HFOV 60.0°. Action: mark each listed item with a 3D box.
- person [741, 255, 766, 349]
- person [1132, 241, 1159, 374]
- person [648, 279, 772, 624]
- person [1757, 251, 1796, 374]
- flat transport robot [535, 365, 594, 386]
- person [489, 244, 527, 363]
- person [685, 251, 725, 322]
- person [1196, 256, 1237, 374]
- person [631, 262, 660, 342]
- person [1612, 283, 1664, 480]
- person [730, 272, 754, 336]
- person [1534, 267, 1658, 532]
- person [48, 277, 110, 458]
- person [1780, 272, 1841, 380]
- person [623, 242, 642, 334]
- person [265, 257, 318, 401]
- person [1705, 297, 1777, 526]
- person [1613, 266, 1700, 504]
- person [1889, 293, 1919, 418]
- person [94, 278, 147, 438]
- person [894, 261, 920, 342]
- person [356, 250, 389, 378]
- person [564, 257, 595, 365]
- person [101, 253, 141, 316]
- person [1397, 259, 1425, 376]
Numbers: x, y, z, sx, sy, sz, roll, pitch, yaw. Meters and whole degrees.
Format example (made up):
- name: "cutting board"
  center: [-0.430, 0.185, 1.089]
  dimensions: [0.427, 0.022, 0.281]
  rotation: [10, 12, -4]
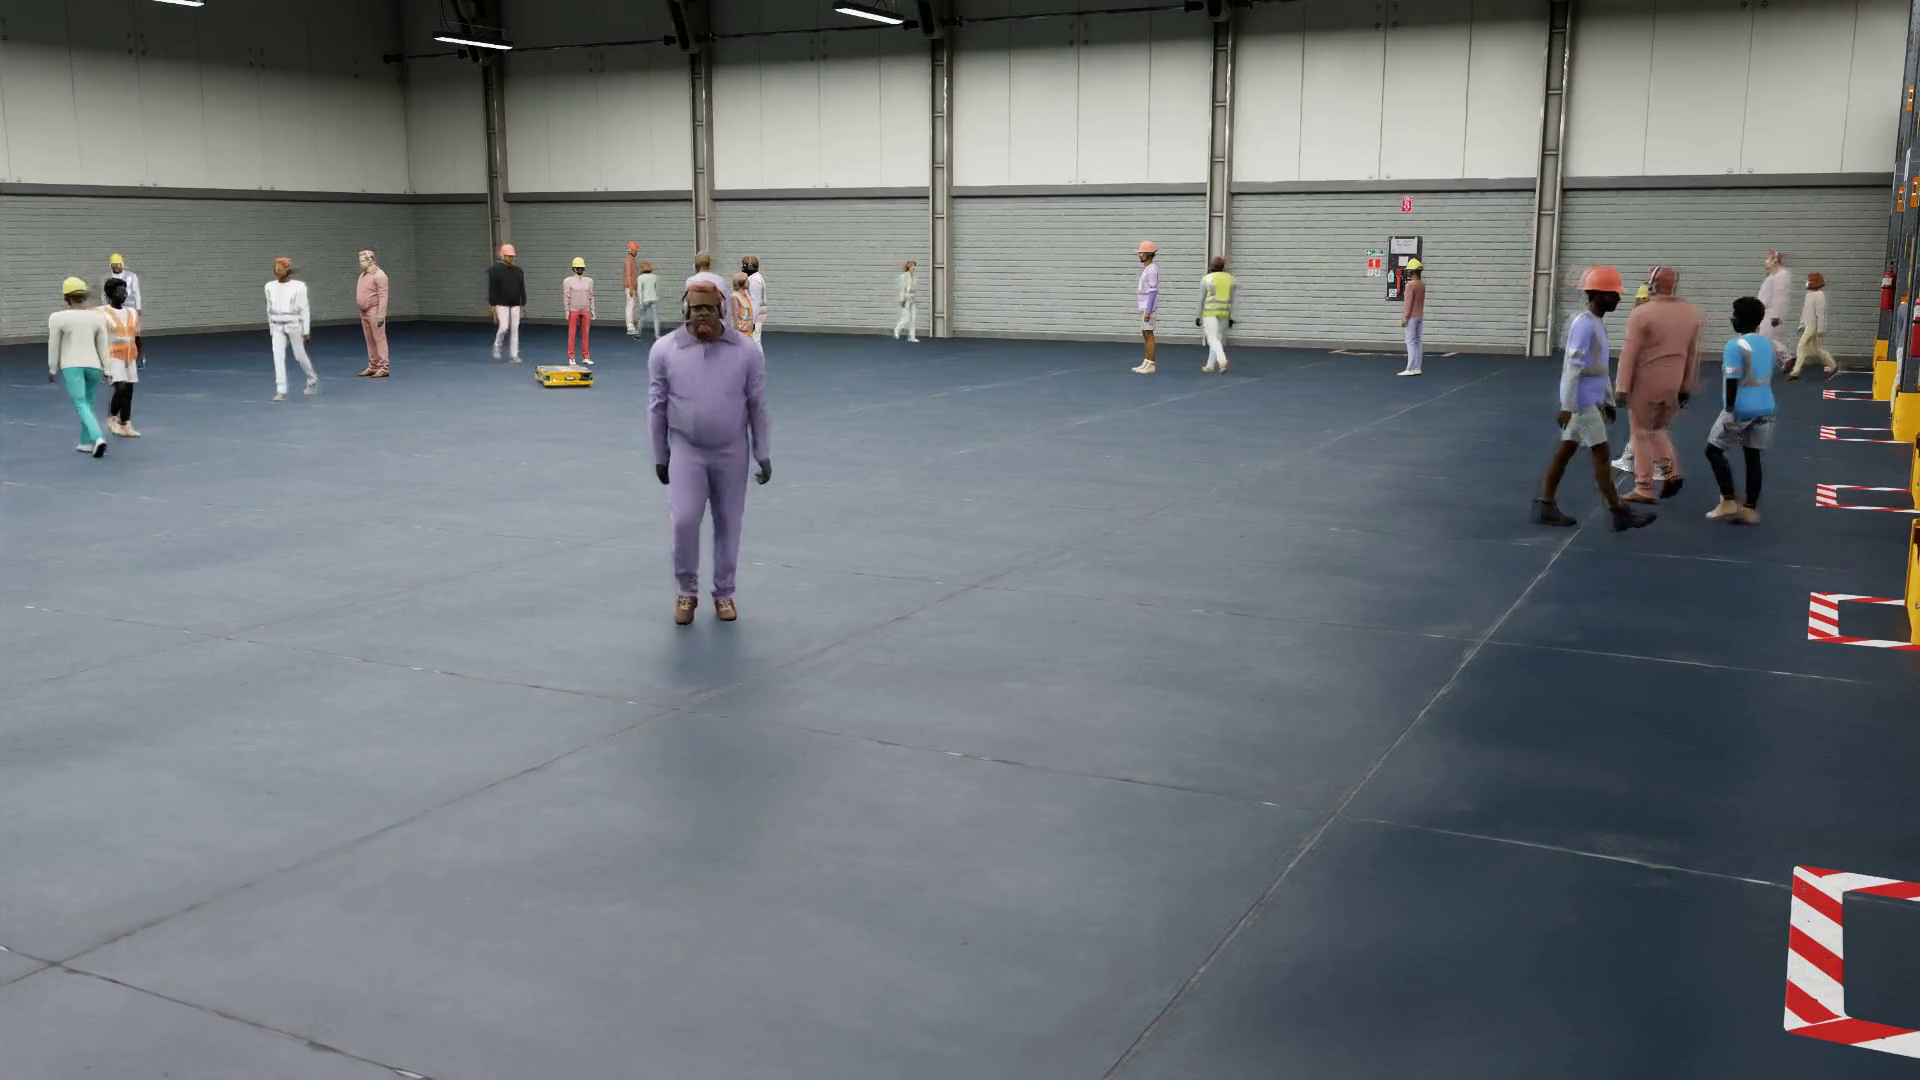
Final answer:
- name: "person"
  center: [-2.975, -3.131, 23.751]
  dimensions: [0.429, 1.842, 0.633]
  rotation: [-1, 10, -7]
- name: "person"
  center: [2.870, -3.577, 25.633]
  dimensions: [0.371, 2.044, 0.608]
  rotation: [-1, 10, -3]
- name: "person"
  center: [-1.356, -0.470, 9.109]
  dimensions: [0.655, 1.891, 0.527]
  rotation: [-3, 11, -14]
- name: "person"
  center: [12.266, -3.398, 25.047]
  dimensions: [0.524, 1.899, 0.654]
  rotation: [3, 11, 14]
- name: "flat transport robot"
  center: [-5.686, -2.366, 23.865]
  dimensions: [0.652, 0.197, 1.431]
  rotation: [-4, 11, -20]
- name: "person"
  center: [-7.557, -3.945, 27.812]
  dimensions: [0.640, 1.978, 0.495]
  rotation: [-10, 14, -42]
- name: "person"
  center: [-3.280, -2.769, 21.553]
  dimensions: [0.571, 1.922, 0.631]
  rotation: [9, 14, 42]
- name: "person"
  center: [3.969, -3.469, 25.689]
  dimensions: [0.632, 1.814, 0.863]
  rotation: [-4, 11, -22]
- name: "person"
  center: [-6.307, -4.789, 33.464]
  dimensions: [0.512, 1.592, 0.831]
  rotation: [-9, 14, -40]
- name: "person"
  center: [5.998, -1.413, 14.699]
  dimensions: [0.500, 1.709, 0.804]
  rotation: [-5, 11, -25]
- name: "person"
  center: [-2.883, -2.708, 21.980]
  dimensions: [0.306, 1.643, 0.523]
  rotation: [2, 11, 11]
- name: "person"
  center: [4.642, -1.003, 11.989]
  dimensions: [0.946, 1.893, 0.579]
  rotation: [6, 12, 28]
- name: "person"
  center: [-8.478, -1.669, 16.076]
  dimensions: [0.854, 1.737, 0.526]
  rotation: [8, 13, 37]
- name: "person"
  center: [12.549, -3.128, 24.391]
  dimensions: [0.804, 1.605, 0.503]
  rotation: [2, 11, 11]
- name: "person"
  center: [-7.088, -5.450, 35.995]
  dimensions: [0.392, 1.988, 0.609]
  rotation: [-1, 10, -4]
- name: "person"
  center: [-8.738, -2.763, 21.727]
  dimensions: [0.584, 1.856, 0.892]
  rotation: [1, 10, 5]
- name: "person"
  center: [5.748, -0.946, 12.254]
  dimensions: [0.560, 1.676, 0.458]
  rotation: [-6, 12, -28]
- name: "person"
  center: [5.509, -1.227, 13.248]
  dimensions: [0.652, 1.892, 0.424]
  rotation: [-5, 11, -24]
- name: "person"
  center: [11.040, -2.196, 19.245]
  dimensions: [0.280, 1.624, 0.493]
  rotation: [-4, 11, -22]
- name: "person"
  center: [-8.793, -1.899, 17.436]
  dimensions: [0.369, 1.682, 0.554]
  rotation: [4, 11, 22]
- name: "person"
  center: [-1.048, -4.768, 33.242]
  dimensions: [0.460, 1.624, 0.533]
  rotation: [7, 12, 33]
- name: "person"
  center: [-8.862, -3.395, 25.034]
  dimensions: [0.639, 1.902, 0.406]
  rotation: [9, 14, 42]
- name: "person"
  center: [-6.269, -3.771, 27.442]
  dimensions: [0.525, 1.769, 0.327]
  rotation: [-7, 12, -33]
- name: "person"
  center: [-14.581, -4.067, 28.908]
  dimensions: [0.618, 1.820, 0.430]
  rotation: [-4, 11, -20]
- name: "person"
  center: [6.869, -3.375, 25.285]
  dimensions: [0.314, 1.767, 0.534]
  rotation: [9, 14, 41]
